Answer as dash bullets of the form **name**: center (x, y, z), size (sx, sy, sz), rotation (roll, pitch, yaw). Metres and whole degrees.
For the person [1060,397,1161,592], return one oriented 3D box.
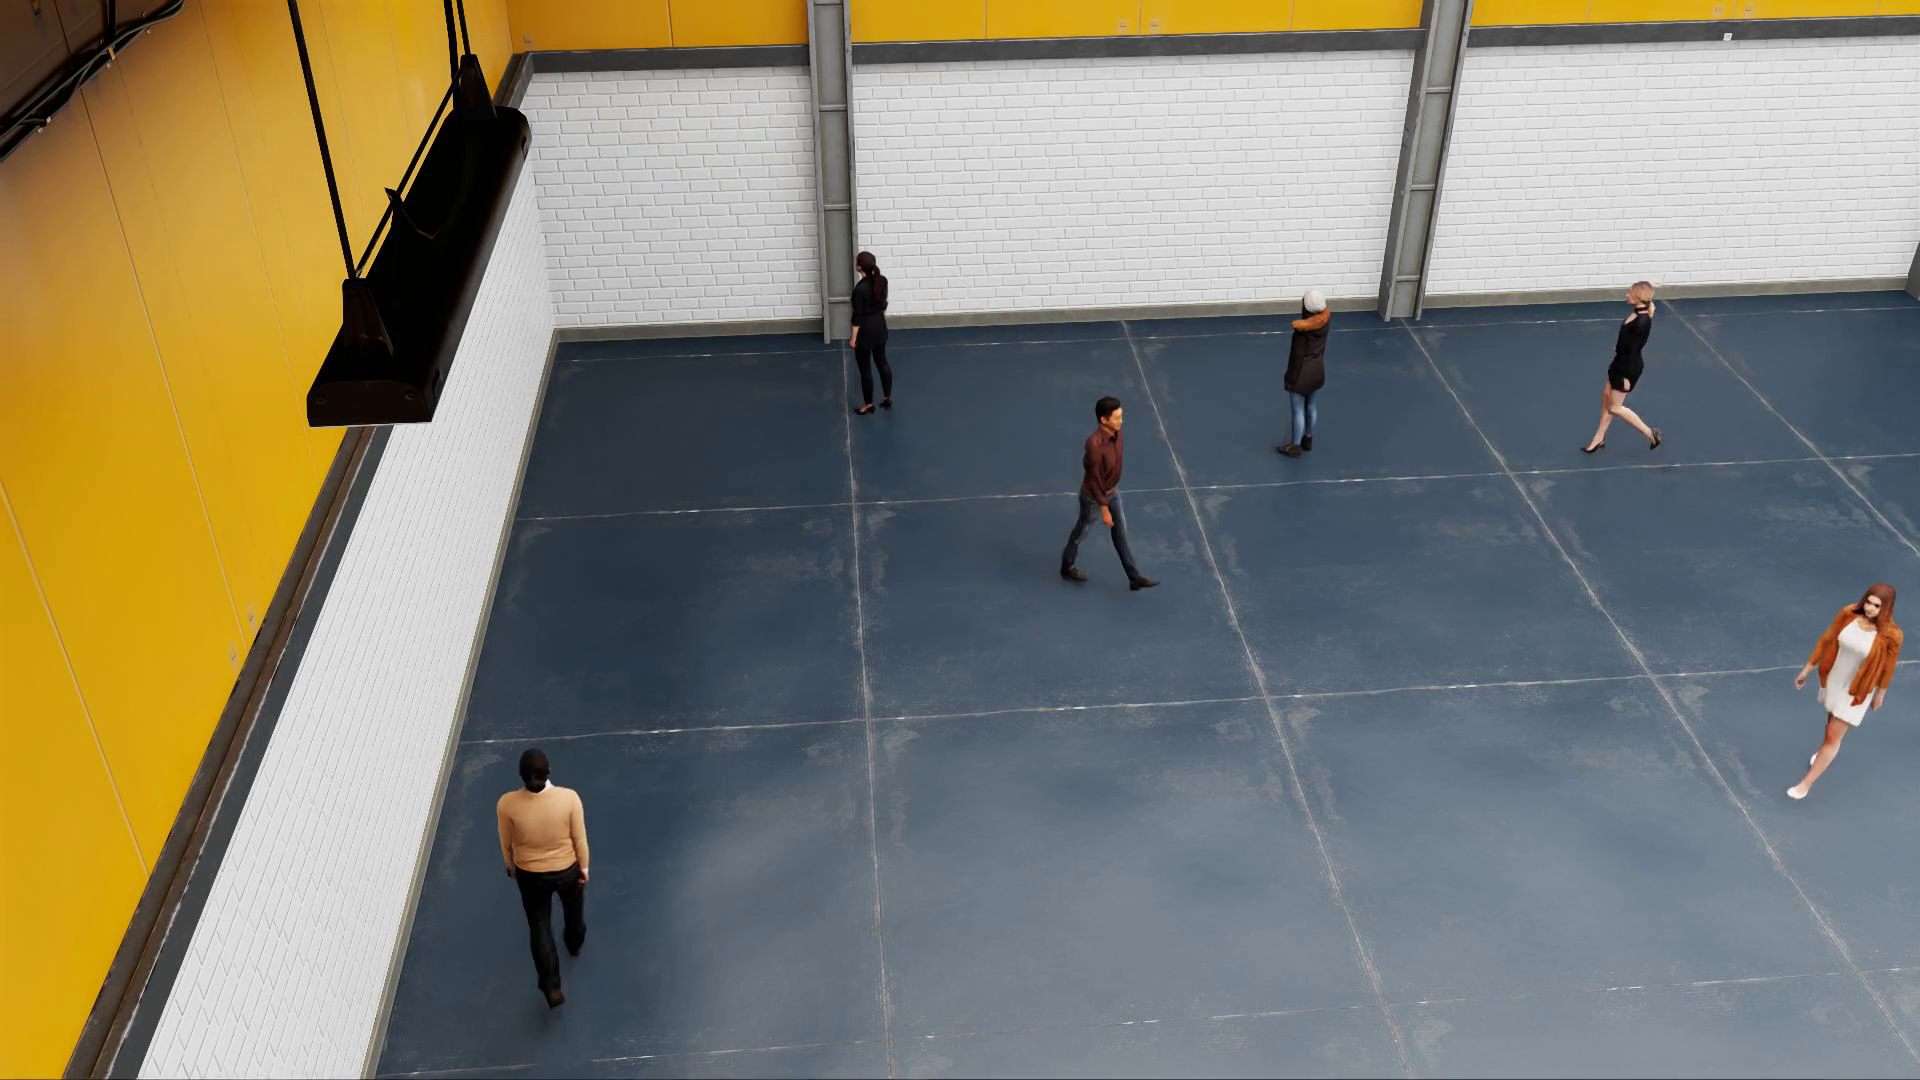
- **person**: center (1.025, -0.353, 13.274), size (1.183, 1.724, 1.083), rotation (22, 39, 29)

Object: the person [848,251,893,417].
- **person**: center (-0.837, -1.943, 15.723), size (0.753, 1.661, 0.693), rotation (25, 41, 32)

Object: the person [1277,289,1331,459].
- **person**: center (3.141, -1.520, 15.111), size (0.721, 1.634, 0.800), rotation (-27, 42, -34)

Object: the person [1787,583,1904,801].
- **person**: center (6.104, 0.947, 11.360), size (1.170, 1.677, 0.952), rotation (-19, 38, -26)

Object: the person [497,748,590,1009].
- **person**: center (-2.416, 1.979, 9.754), size (1.052, 1.737, 0.812), rotation (-8, 34, -11)

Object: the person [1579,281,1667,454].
- **person**: center (6.054, -1.489, 14.962), size (1.011, 1.747, 0.828), rotation (12, 36, 18)
